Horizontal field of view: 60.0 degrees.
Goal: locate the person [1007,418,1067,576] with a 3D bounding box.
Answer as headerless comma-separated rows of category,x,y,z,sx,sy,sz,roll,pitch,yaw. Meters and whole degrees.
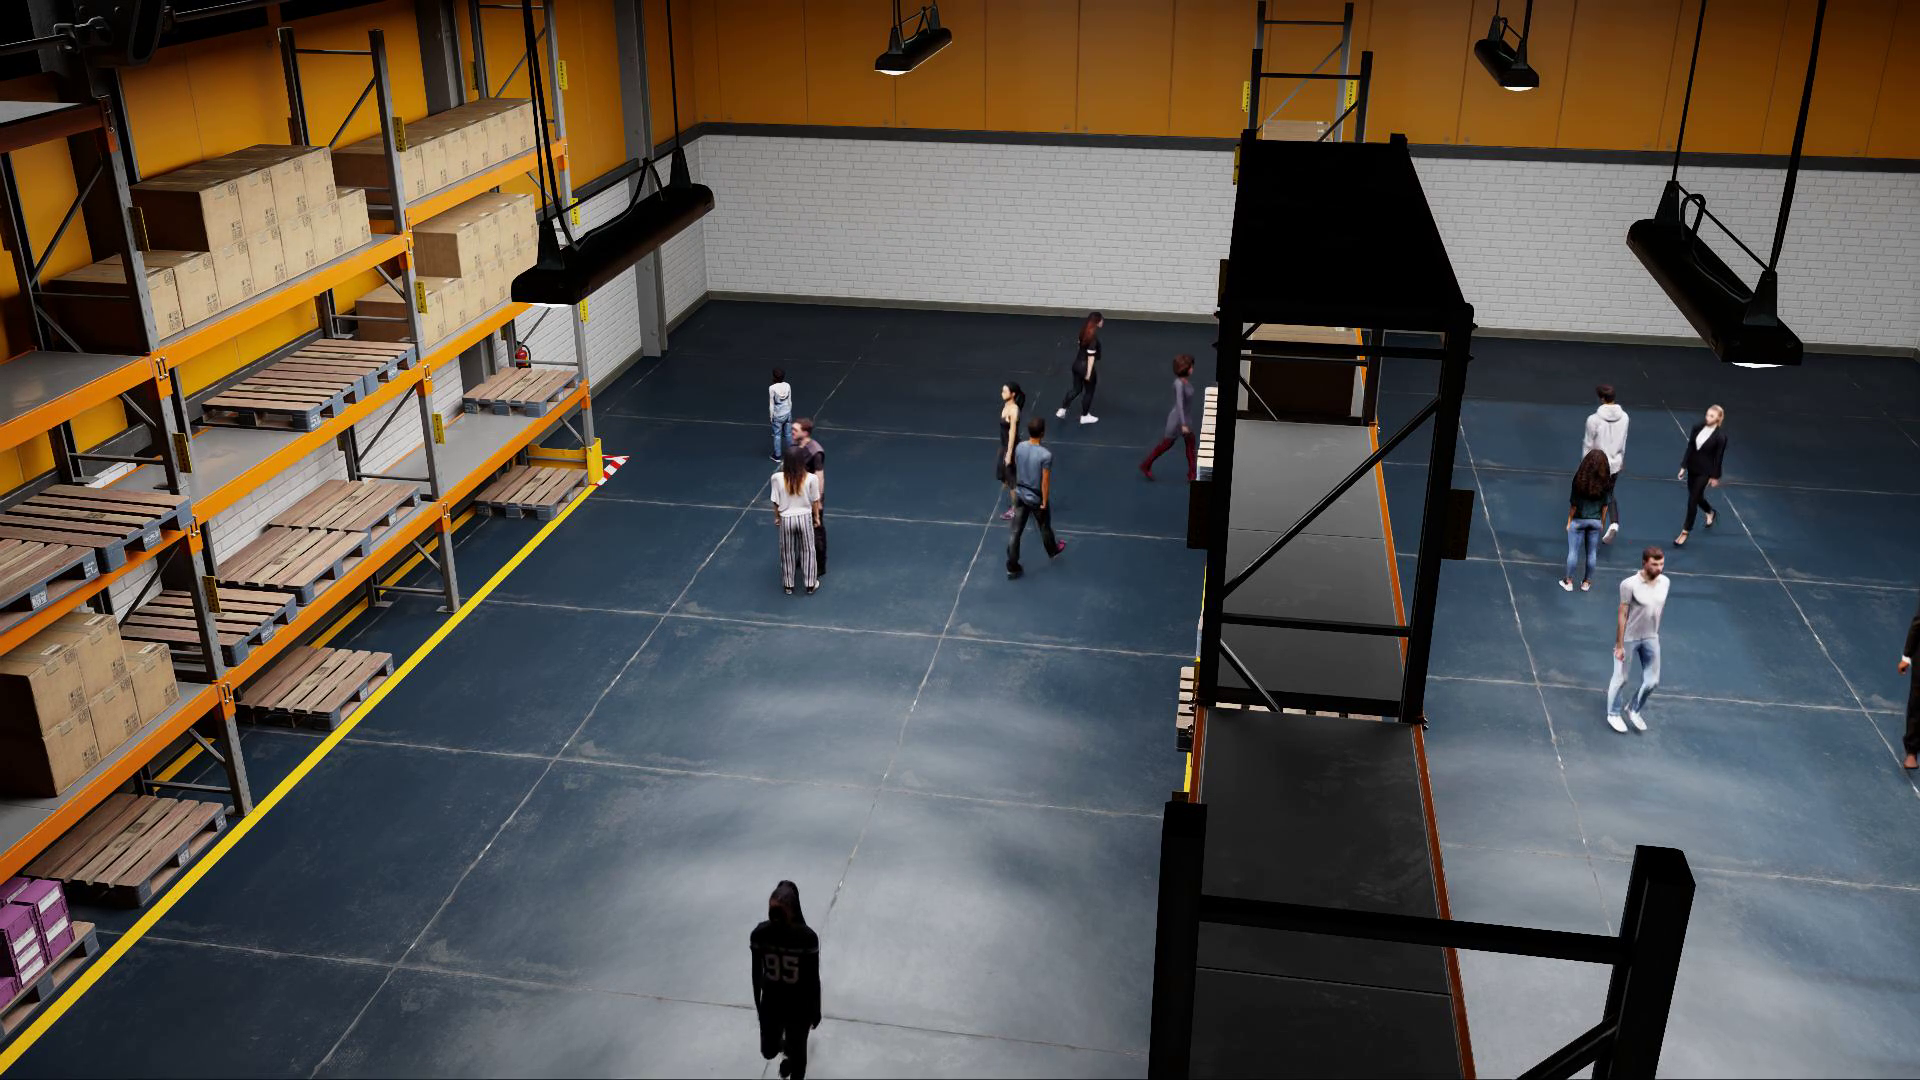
person,0.724,-0.446,18.389,1.001,1.764,1.251,16,28,32

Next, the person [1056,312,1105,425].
person,1.666,-2.356,22.956,0.925,1.606,0.923,-10,26,-22

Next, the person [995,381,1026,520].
person,0.703,-1.070,19.877,0.757,1.716,0.704,-6,24,-14

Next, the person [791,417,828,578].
person,-1.680,-0.498,18.407,0.837,1.845,0.793,-18,29,-35

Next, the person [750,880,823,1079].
person,-1.085,2.933,10.715,0.628,1.719,0.809,3,24,6

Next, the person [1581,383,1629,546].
person,7.429,-0.834,19.114,0.904,1.894,1.155,-2,24,-5

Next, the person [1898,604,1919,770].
person,8.693,1.088,14.773,0.975,1.850,1.348,11,26,24

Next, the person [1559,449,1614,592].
person,6.798,-0.217,18.049,0.605,1.617,0.600,2,24,5

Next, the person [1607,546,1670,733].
person,6.154,0.881,15.262,0.740,1.837,0.735,-3,24,-8

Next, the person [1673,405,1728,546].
person,8.610,-0.765,19.226,1.063,1.679,1.070,-12,26,-25

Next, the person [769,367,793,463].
person,-2.354,-1.655,21.787,0.556,1.258,0.618,-17,29,-33

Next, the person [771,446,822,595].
person,-1.769,-0.223,17.982,0.718,1.680,0.660,0,24,1

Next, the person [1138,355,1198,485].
person,2.661,-1.483,20.873,0.827,1.675,1.100,10,26,22
